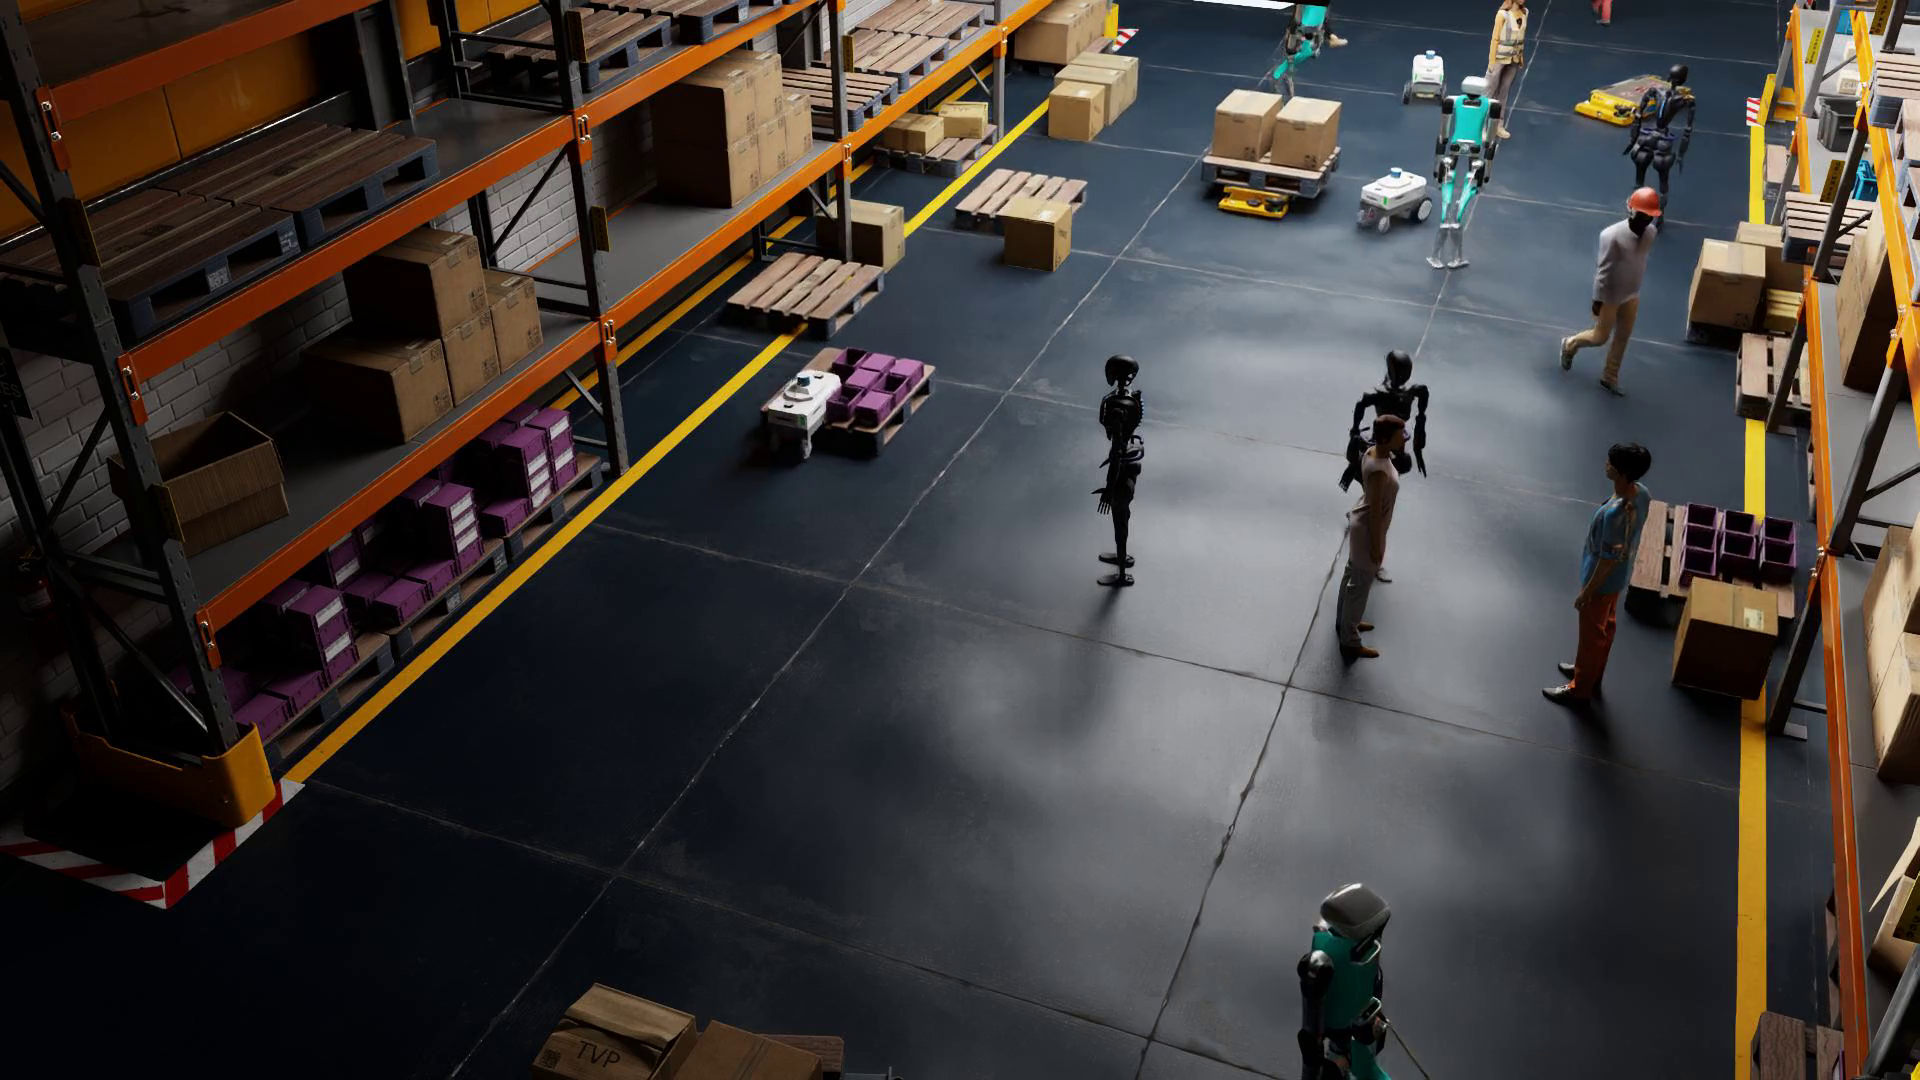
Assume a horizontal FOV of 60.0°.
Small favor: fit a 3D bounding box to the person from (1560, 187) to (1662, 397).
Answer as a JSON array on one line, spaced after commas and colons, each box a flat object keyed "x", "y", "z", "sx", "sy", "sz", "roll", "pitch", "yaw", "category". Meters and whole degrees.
[{"x": 5.268, "y": -2.029, "z": 13.373, "sx": 0.564, "sy": 1.734, "sz": 0.566, "roll": -12, "pitch": 35, "yaw": -18, "category": "person"}]

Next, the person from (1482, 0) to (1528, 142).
[{"x": 6.051, "y": -5.318, "z": 18.430, "sx": 0.471, "sy": 1.778, "sz": 0.310, "roll": -15, "pitch": 36, "yaw": -22, "category": "person"}]

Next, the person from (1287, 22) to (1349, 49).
[{"x": 4.688, "y": -7.224, "z": 21.498, "sx": 0.856, "sy": 1.646, "sz": 0.536, "roll": 14, "pitch": 35, "yaw": 20, "category": "person"}]

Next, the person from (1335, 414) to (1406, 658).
[{"x": 2.568, "y": -0.042, "z": 10.372, "sx": 0.286, "sy": 1.661, "sz": 0.443, "roll": 4, "pitch": 33, "yaw": 6, "category": "person"}]

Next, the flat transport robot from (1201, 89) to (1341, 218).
[{"x": 3.227, "y": -3.715, "z": 17.340, "sx": 0.659, "sy": 0.231, "sz": 1.431, "roll": 14, "pitch": 35, "yaw": 21, "category": "flat transport robot"}]

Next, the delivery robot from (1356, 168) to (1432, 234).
[{"x": 4.327, "y": -3.422, "z": 16.618, "sx": 0.791, "sy": 0.587, "sz": 0.499, "roll": -25, "pitch": 41, "yaw": -33, "category": "delivery robot"}]

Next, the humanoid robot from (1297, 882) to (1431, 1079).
[{"x": 1.692, "y": 2.219, "z": 6.823, "sx": 0.834, "sy": 1.789, "sz": 0.538, "roll": 26, "pitch": 41, "yaw": 35, "category": "humanoid robot"}]

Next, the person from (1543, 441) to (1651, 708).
[{"x": 3.824, "y": 0.206, "z": 9.893, "sx": 0.309, "sy": 1.764, "sz": 0.501, "roll": 22, "pitch": 39, "yaw": 30, "category": "person"}]

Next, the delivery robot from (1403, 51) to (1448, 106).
[{"x": 5.586, "y": -5.541, "z": 19.891, "sx": 0.499, "sy": 0.581, "sz": 0.777, "roll": 7, "pitch": 34, "yaw": 11, "category": "delivery robot"}]

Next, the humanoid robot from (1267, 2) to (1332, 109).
[{"x": 3.853, "y": -5.664, "z": 19.042, "sx": 0.538, "sy": 1.815, "sz": 0.680, "roll": -19, "pitch": 38, "yaw": -27, "category": "humanoid robot"}]

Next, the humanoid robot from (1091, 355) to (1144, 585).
[{"x": 1.050, "y": -0.468, "z": 11.006, "sx": 0.315, "sy": 1.657, "sz": 0.599, "roll": 6, "pitch": 33, "yaw": 9, "category": "humanoid robot"}]

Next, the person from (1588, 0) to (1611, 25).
[{"x": 8.791, "y": -7.881, "z": 22.453, "sx": 0.539, "sy": 1.713, "sz": 0.925, "roll": -4, "pitch": 33, "yaw": -6, "category": "person"}]

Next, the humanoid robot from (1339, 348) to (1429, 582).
[{"x": 2.865, "y": -0.579, "z": 11.255, "sx": 0.615, "sy": 1.640, "sz": 0.784, "roll": -9, "pitch": 34, "yaw": -13, "category": "humanoid robot"}]

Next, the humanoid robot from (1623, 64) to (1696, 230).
[{"x": 6.807, "y": -3.842, "z": 16.241, "sx": 0.611, "sy": 1.653, "sz": 0.391, "roll": 25, "pitch": 41, "yaw": 34, "category": "humanoid robot"}]

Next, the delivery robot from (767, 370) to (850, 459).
[{"x": -1.190, "y": -1.027, "z": 12.926, "sx": 0.499, "sy": 0.603, "sz": 0.782, "roll": 12, "pitch": 35, "yaw": 18, "category": "delivery robot"}]

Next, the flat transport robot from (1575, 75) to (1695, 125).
[{"x": 7.990, "y": -5.200, "z": 19.640, "sx": 1.431, "sy": 0.231, "sz": 0.659, "roll": -22, "pitch": 39, "yaw": -30, "category": "flat transport robot"}]

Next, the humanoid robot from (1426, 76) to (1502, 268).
[{"x": 4.612, "y": -3.322, "z": 15.366, "sx": 0.532, "sy": 1.763, "sz": 0.763, "roll": 11, "pitch": 34, "yaw": 16, "category": "humanoid robot"}]
